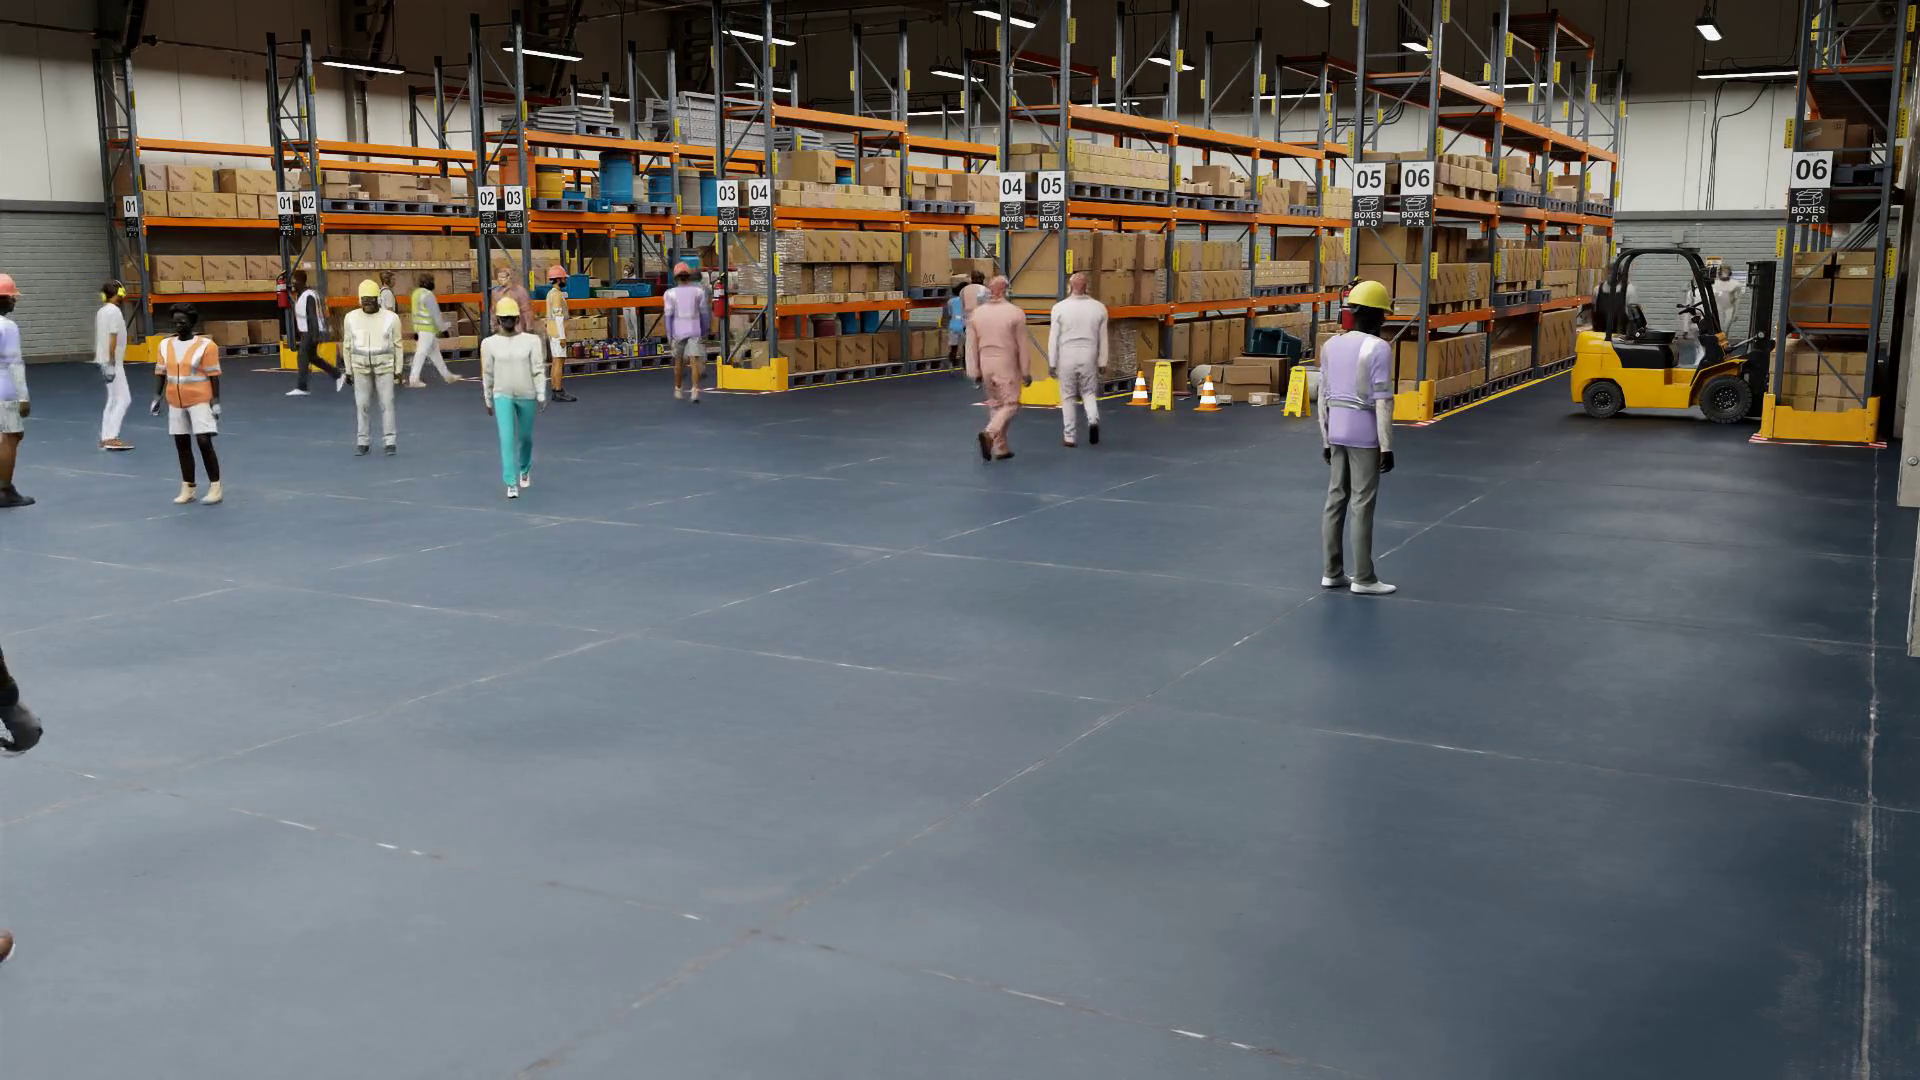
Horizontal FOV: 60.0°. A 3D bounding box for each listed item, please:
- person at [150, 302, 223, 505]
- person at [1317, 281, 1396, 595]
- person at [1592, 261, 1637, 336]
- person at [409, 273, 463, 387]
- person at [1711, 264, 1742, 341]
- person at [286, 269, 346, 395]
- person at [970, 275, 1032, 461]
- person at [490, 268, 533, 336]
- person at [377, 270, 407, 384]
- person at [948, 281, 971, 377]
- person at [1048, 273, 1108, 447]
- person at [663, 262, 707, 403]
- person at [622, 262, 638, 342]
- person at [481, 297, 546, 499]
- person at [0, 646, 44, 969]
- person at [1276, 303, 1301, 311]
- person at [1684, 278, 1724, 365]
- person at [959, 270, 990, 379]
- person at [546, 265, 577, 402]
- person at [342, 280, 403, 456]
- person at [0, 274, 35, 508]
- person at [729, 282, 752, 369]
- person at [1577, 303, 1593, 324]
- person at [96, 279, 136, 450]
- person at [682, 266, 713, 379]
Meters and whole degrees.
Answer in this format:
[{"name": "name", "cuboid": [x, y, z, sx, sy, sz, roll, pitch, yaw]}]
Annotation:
[{"name": "person", "cuboid": [-6.461, -1.136, 13.922, 0.551, 1.697, 0.366, 1, 10, 8]}, {"name": "person", "cuboid": [2.458, -0.626, 10.257, 0.382, 1.920, 0.585, -6, 11, -29]}, {"name": "person", "cuboid": [10.558, -3.527, 26.891, 0.686, 2.000, 0.956, 6, 11, 32]}, {"name": "person", "cuboid": [-8.392, -3.329, 26.447, 0.964, 1.794, 0.643, -7, 12, -34]}, {"name": "person", "cuboid": [15.197, -4.536, 33.140, 0.644, 1.924, 0.664, 5, 11, 25]}, {"name": "person", "cuboid": [-9.744, -3.129, 25.055, 0.862, 1.886, 0.607, -7, 12, -34]}, {"name": "person", "cuboid": [0.386, -1.719, 16.762, 0.650, 1.883, 0.749, 7, 12, 37]}, {"name": "person", "cuboid": [-7.191, -3.373, 26.486, 0.665, 1.872, 0.782, 3, 10, 19]}, {"name": "person", "cuboid": [-9.238, -3.437, 26.935, 0.345, 1.846, 0.508, -7, 12, -37]}, {"name": "person", "cuboid": [0.002, -3.610, 28.509, 0.518, 1.652, 0.805, 3, 10, 17]}, {"name": "person", "cuboid": [1.266, -1.938, 18.031, 0.648, 1.895, 0.452, -2, 10, -13]}, {"name": "person", "cuboid": [-3.904, -2.952, 23.700, 0.613, 1.997, 1.062, -3, 10, -15]}, {"name": "person", "cuboid": [-7.119, -5.036, 36.025, 0.631, 1.940, 0.372, 9, 13, 41]}, {"name": "person", "cuboid": [-3.908, -1.268, 14.574, 0.523, 1.730, 0.889, -3, 10, -18]}, {"name": "person", "cuboid": [-2.718, 0.460, 4.217, 0.535, 1.820, 1.004, 0, 10, -2]}, {"name": "person", "cuboid": [7.523, -5.381, 38.065, 0.612, 1.927, 0.872, 3, 10, 16]}, {"name": "person", "cuboid": [12.050, -3.447, 26.980, 0.579, 1.850, 0.940, 9, 13, 43]}, {"name": "person", "cuboid": [0.295, -3.637, 28.136, 0.621, 1.838, 0.429, 7, 12, 35]}, {"name": "person", "cuboid": [-5.713, -2.942, 23.755, 0.352, 1.942, 0.545, -4, 10, -22]}, {"name": "person", "cuboid": [-6.109, -1.786, 17.315, 0.599, 1.827, 0.404, -2, 10, -10]}, {"name": "person", "cuboid": [-7.877, -1.226, 13.743, 0.574, 1.923, 0.413, 6, 11, 30]}, {"name": "person", "cuboid": [-3.894, -3.753, 29.401, 0.372, 1.620, 0.528, -9, 13, -43]}, {"name": "person", "cuboid": [13.456, -4.985, 35.728, 1.014, 1.940, 0.637, 4, 11, 24]}, {"name": "person", "cuboid": [-9.088, -1.878, 17.850, 0.555, 1.830, 0.464, 9, 13, 43]}, {"name": "person", "cuboid": [-4.477, -3.642, 27.948, 0.639, 1.918, 0.807, 1, 10, 7]}]
